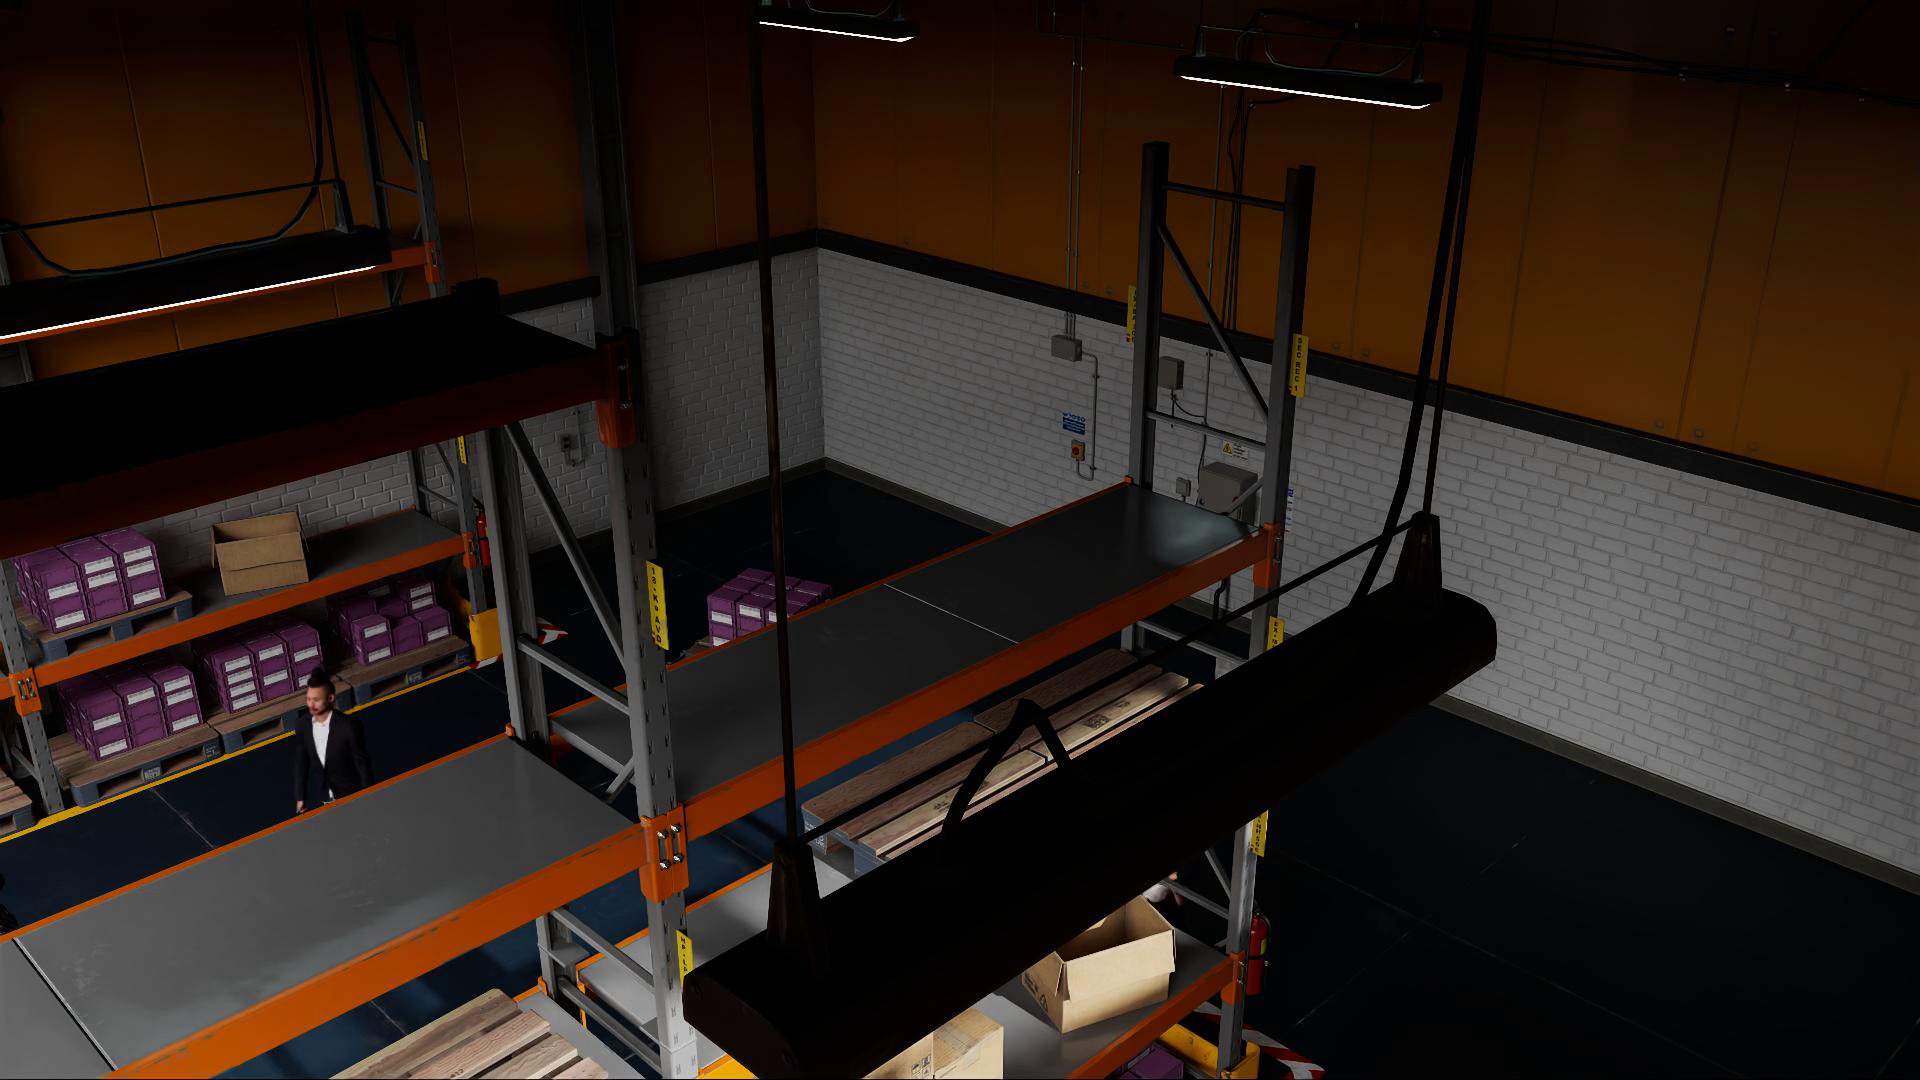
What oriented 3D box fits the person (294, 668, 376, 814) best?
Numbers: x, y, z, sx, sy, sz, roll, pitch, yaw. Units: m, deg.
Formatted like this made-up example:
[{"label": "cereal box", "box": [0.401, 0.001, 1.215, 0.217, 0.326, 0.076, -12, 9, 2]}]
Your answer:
[{"label": "person", "box": [-4.575, 1.801, 12.432, 1.024, 1.917, 1.216, 7, 25, 16]}]
